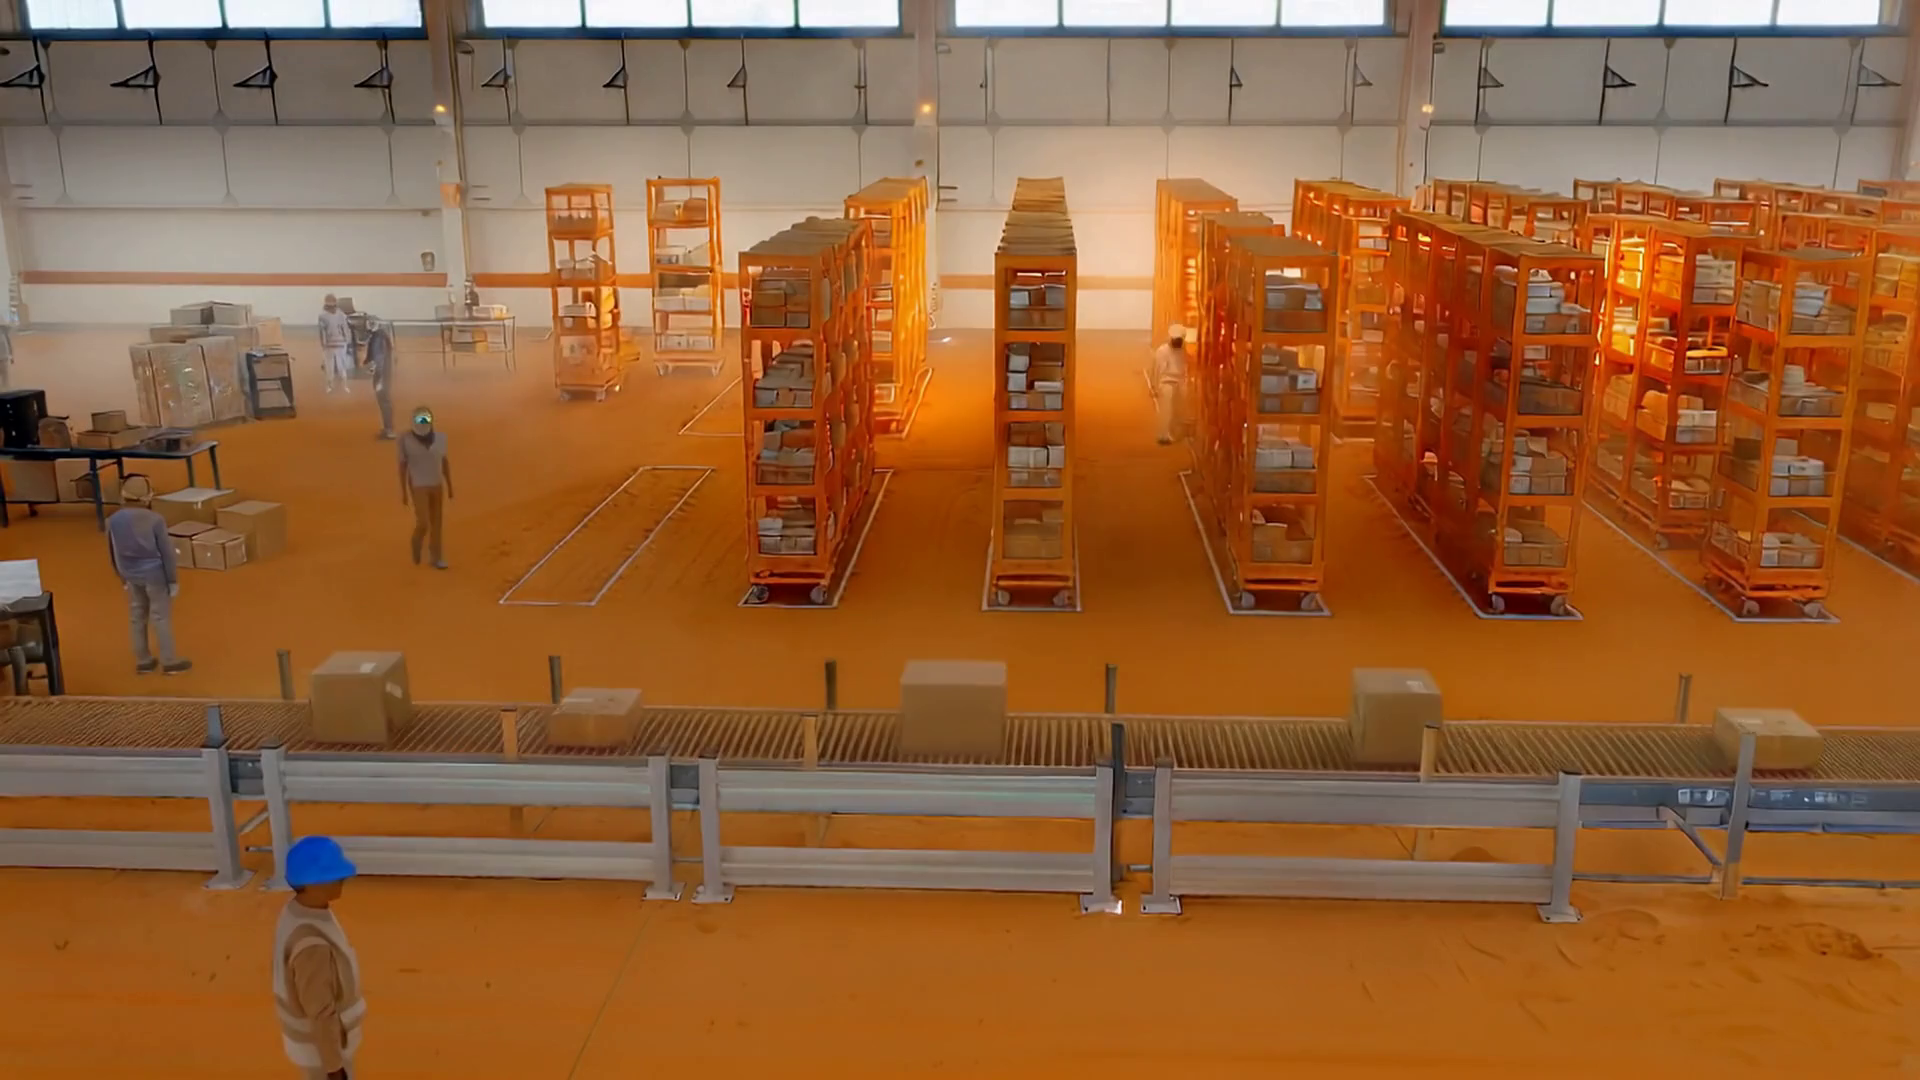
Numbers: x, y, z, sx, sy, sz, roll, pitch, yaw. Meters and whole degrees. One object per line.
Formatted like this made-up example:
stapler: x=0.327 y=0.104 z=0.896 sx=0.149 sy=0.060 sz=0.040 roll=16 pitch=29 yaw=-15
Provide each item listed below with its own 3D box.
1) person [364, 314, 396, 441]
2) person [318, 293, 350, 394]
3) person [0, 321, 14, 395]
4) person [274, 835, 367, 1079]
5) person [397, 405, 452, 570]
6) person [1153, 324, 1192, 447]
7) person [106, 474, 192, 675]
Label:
person: x=-8.730 y=-2.447 z=25.016 sx=0.400 sy=1.905 sz=0.643 roll=-3 pitch=15 yaw=-10
person: x=-10.864 y=-3.413 z=28.902 sx=0.484 sy=1.744 sz=0.296 roll=-8 pitch=17 yaw=-26
person: x=-16.121 y=-3.106 z=27.771 sx=0.587 sy=1.735 sz=0.390 roll=-12 pitch=19 yaw=-38
person: x=-2.858 y=2.244 z=7.520 sx=0.404 sy=1.945 sz=0.614 roll=-8 pitch=17 yaw=-26
person: x=-5.834 y=-0.576 z=18.192 sx=0.436 sy=1.835 sz=0.589 roll=14 pitch=21 yaw=43
person: x=3.104 y=-2.304 z=24.667 sx=0.608 sy=1.804 sz=0.513 roll=-13 pitch=20 yaw=-40
person: x=-7.264 y=0.316 z=14.891 sx=0.600 sy=1.833 sz=0.404 roll=3 pitch=15 yaw=11
